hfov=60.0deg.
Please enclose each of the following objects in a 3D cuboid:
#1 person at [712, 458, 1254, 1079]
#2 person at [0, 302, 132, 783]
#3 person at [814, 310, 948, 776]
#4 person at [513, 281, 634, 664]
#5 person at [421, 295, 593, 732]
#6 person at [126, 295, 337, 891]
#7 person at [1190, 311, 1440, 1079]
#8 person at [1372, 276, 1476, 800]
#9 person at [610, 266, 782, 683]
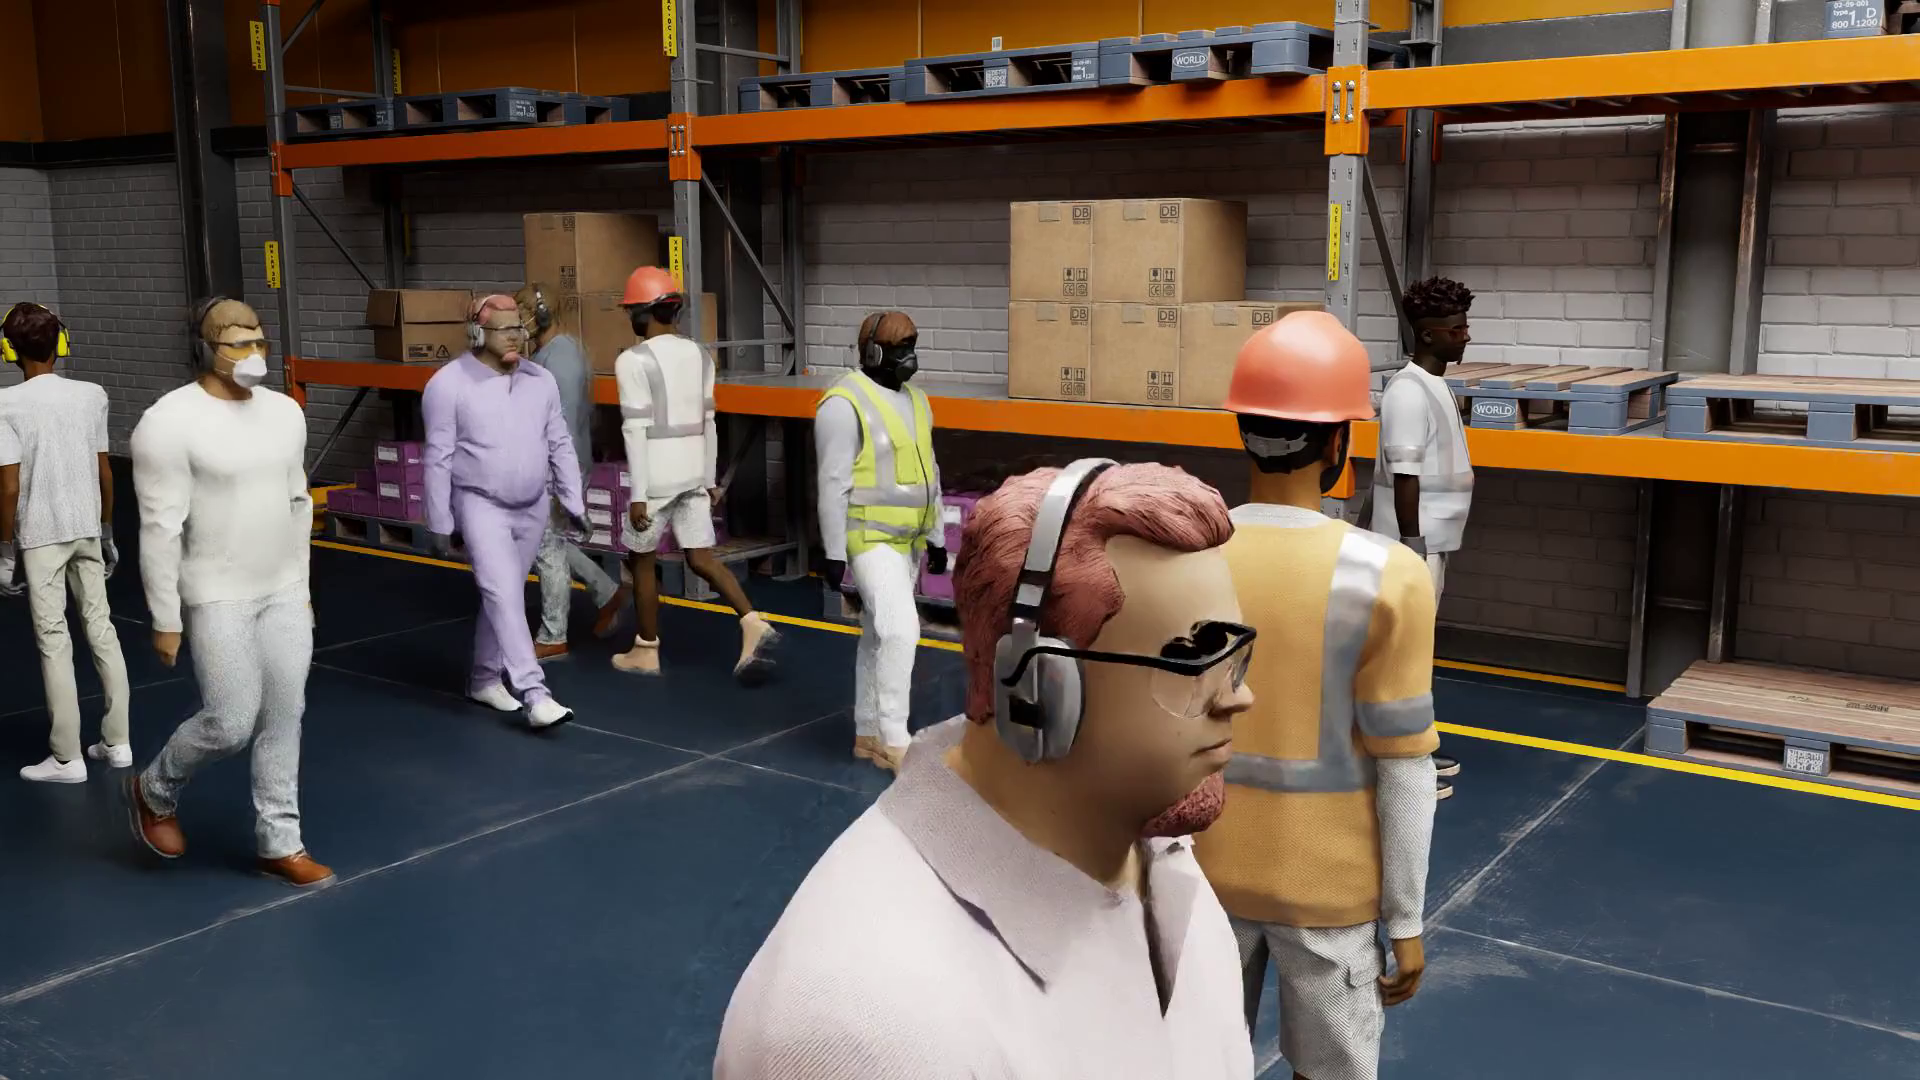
[{"bbox_3d":[0.126,0.871,1.387,0.971,1.860,0.655,6,11,33],"label":"person"},{"bbox_3d":[-3.519,0.019,6.460,0.335,1.864,0.521,5,11,27],"label":"person"},{"bbox_3d":[-0.210,0.021,6.540,0.633,1.825,0.654,5,11,29],"label":"person"},{"bbox_3d":[-1.993,-0.333,8.363,0.581,1.918,0.652,-4,10,-21],"label":"person"},{"bbox_3d":[-1.901,-0.111,7.192,0.967,1.860,0.664,8,12,39],"label":"person"},{"bbox_3d":[-2.368,0.181,5.336,0.642,1.923,0.631,4,10,22],"label":"person"},{"bbox_3d":[0.558,0.577,2.907,0.545,1.938,0.361,6,11,30],"label":"person"},{"bbox_3d":[1.763,-0.015,6.350,0.361,1.965,0.613,4,10,23],"label":"person"},{"bbox_3d":[-1.301,-0.295,7.931,0.937,2.012,0.618,6,11,33],"label":"person"}]
